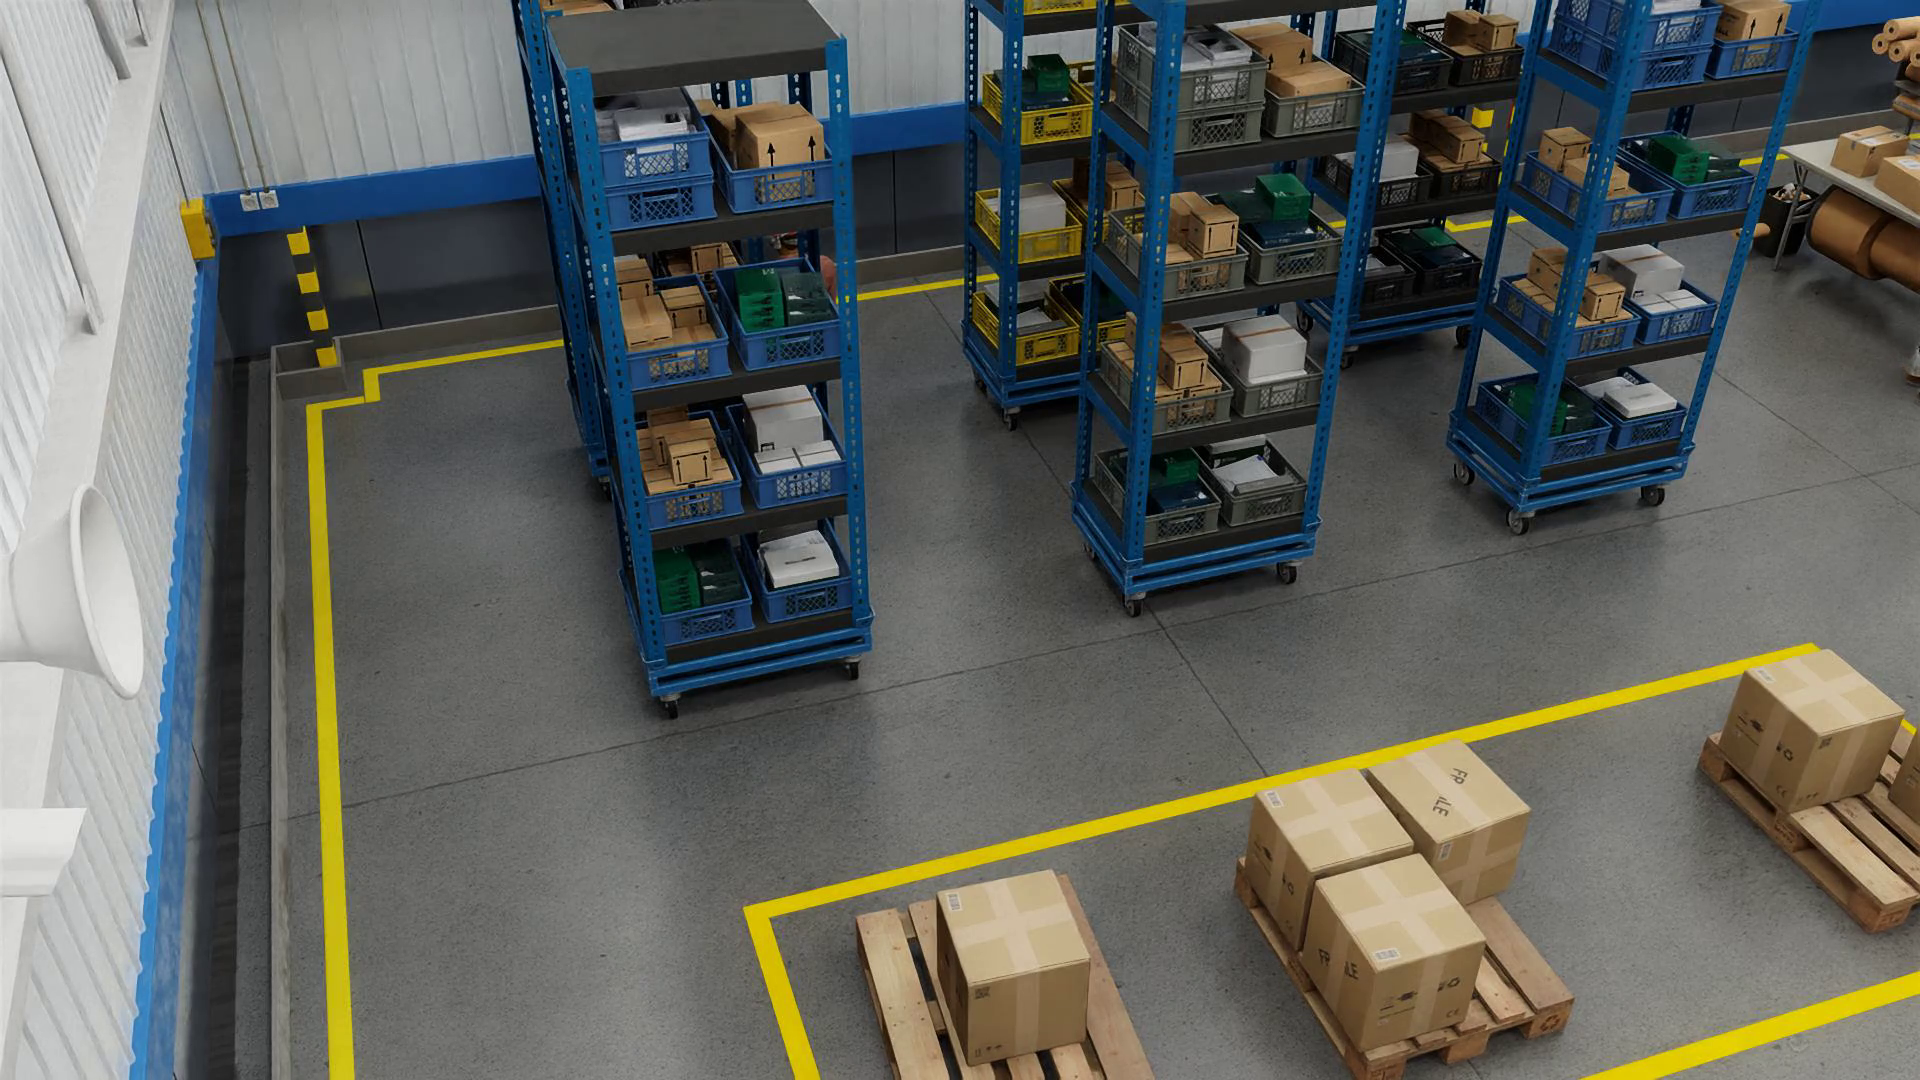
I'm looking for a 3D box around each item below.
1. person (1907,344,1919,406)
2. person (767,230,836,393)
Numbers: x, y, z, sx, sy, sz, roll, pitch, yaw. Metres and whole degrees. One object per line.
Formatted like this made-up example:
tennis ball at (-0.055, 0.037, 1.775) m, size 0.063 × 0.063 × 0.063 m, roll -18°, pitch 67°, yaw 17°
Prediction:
person at (6.830, -1.805, 11.163) m, size 0.381 × 1.931 × 0.634 m, roll 6°, pitch 36°, yaw 9°
person at (-1.011, -1.119, 10.151) m, size 0.628 × 1.980 × 0.411 m, roll -29°, pitch 44°, yaw -35°
